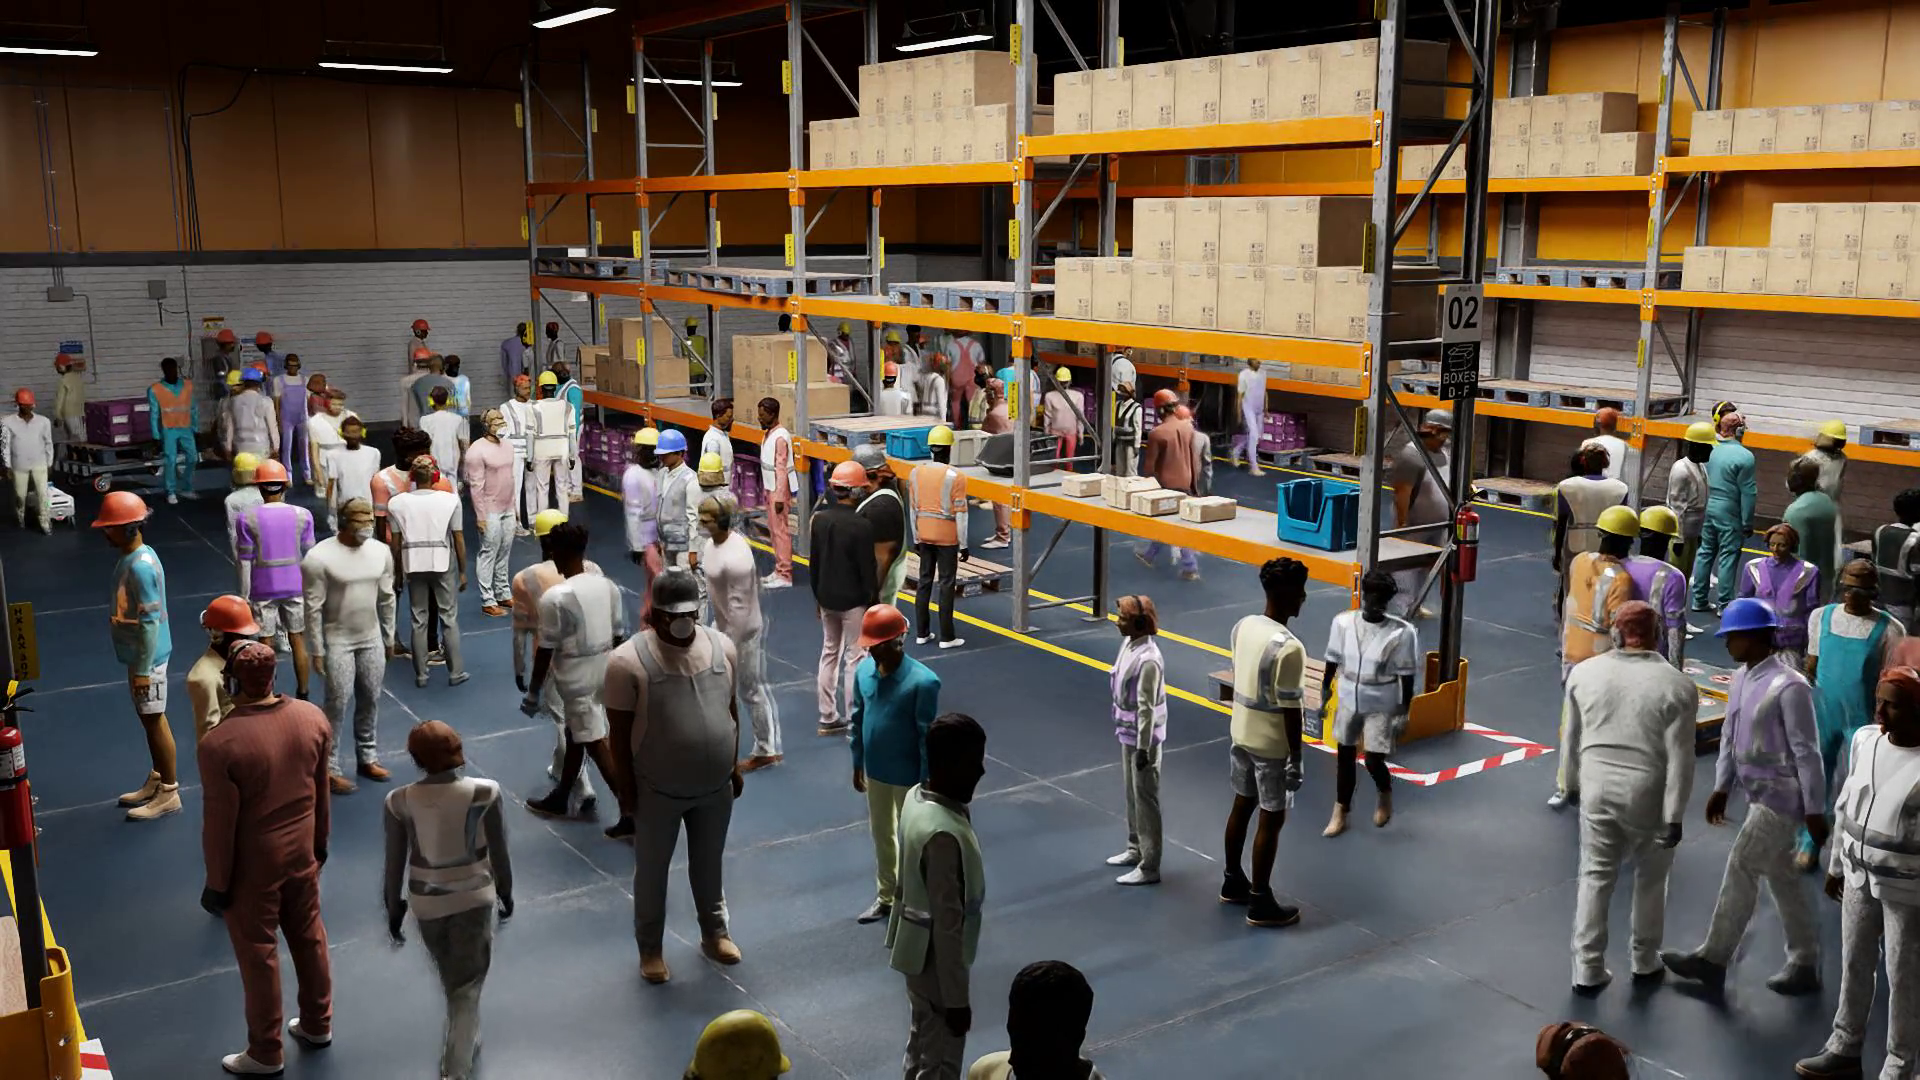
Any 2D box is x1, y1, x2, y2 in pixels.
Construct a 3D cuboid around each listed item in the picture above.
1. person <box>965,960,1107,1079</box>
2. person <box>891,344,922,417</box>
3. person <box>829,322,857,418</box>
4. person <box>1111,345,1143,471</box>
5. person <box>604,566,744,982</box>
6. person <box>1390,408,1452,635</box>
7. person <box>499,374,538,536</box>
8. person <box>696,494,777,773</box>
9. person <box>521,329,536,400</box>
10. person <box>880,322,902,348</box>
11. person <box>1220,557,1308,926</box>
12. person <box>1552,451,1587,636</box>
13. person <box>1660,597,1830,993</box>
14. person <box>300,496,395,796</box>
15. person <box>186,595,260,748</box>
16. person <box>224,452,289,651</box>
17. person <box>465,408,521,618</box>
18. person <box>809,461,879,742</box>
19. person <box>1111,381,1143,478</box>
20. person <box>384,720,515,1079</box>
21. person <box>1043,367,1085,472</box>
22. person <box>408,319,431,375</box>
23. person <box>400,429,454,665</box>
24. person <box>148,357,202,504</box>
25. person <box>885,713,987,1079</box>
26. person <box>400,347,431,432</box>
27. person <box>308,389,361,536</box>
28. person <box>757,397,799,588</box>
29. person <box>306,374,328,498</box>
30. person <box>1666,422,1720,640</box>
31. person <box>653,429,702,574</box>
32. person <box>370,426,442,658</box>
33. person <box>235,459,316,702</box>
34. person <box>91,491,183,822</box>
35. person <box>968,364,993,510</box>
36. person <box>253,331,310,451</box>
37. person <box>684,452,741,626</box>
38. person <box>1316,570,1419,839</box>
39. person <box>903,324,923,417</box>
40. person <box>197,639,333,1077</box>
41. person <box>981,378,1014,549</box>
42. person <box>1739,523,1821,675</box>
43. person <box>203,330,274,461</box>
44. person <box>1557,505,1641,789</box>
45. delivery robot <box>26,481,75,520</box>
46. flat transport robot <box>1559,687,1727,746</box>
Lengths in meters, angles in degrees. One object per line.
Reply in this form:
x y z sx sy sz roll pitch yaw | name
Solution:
0.235 1.950 4.185 0.594 1.919 0.387 8 14 37 | person
-0.846 -2.016 24.744 0.591 1.823 0.394 -2 11 -12 | person
-2.108 -3.043 30.106 0.522 1.789 0.758 9 14 37 | person
2.364 -1.980 23.985 0.535 2.000 0.680 -3 12 -17 | person
-1.341 1.122 8.108 0.689 2.000 0.539 -7 13 -32 | person
4.071 -0.191 14.830 0.858 2.000 0.606 -9 14 -37 | person
-5.071 -0.989 19.332 0.352 1.880 0.577 8 14 36 | person
-1.565 0.633 10.955 0.758 1.901 0.640 -5 12 -26 | person
-7.003 -2.497 27.072 0.321 1.871 0.532 3 11 14 | person
-1.323 -3.271 31.036 0.446 1.869 0.719 5 12 22 | person
1.621 1.045 8.734 0.378 1.958 0.606 -4 12 -19 | person
5.382 0.034 14.596 0.539 1.683 0.425 -5 12 -26 | person
3.799 1.232 7.961 0.804 1.883 0.671 2 11 9 | person
-3.932 0.665 10.764 0.385 1.922 0.638 8 14 35 | person
-3.831 1.137 8.815 0.355 1.737 0.573 0 11 0 | person
-6.051 0.091 14.269 0.497 1.698 0.868 -10 15 -40 | person
-4.304 -0.259 15.443 0.372 1.940 0.630 4 12 18 | person
-0.791 0.430 11.776 0.622 1.990 0.402 10 15 43 | person
2.119 -1.199 21.054 0.314 1.631 0.525 -7 13 -31 | person
-2.175 1.567 7.043 0.509 1.608 0.841 -1 11 -3 | person
1.354 -1.372 21.623 0.537 1.747 0.545 0 11 1 | person
-8.999 -2.695 27.797 0.406 1.986 0.612 0 11 1 | person
-4.407 0.056 13.773 0.605 1.959 0.392 11 15 44 | person
-10.147 -1.419 21.502 0.404 1.893 0.626 9 14 39 | person
-0.077 1.568 6.157 0.390 1.913 0.587 -2 11 -9 | person
-7.017 -1.532 21.846 0.617 1.984 0.408 -3 11 -15 | person
-6.917 -0.791 18.552 0.580 1.781 0.940 -7 13 -32 | person
-1.830 -0.479 16.652 0.405 1.909 0.597 -4 12 -17 | person
-8.438 -1.376 21.935 0.284 1.633 0.501 -5 12 -23 | person
6.396 -0.084 14.597 0.397 1.920 0.587 9 14 39 | person
-2.372 0.027 13.986 0.415 1.939 0.605 -9 14 -39 | person
-4.655 0.008 14.037 0.386 1.957 0.603 8 13 34 | person
-5.045 0.362 12.306 0.549 1.925 0.384 -8 13 -34 | person
-5.057 0.706 10.235 0.371 2.044 0.608 -7 13 -31 | person
0.316 -1.311 21.074 0.429 1.841 0.633 -5 12 -23 | person
-10.710 -2.335 26.147 0.765 1.909 0.576 -1 11 -6 | person
-2.077 0.133 13.933 0.492 1.742 0.321 0 11 1 | person
2.408 0.970 9.824 0.599 1.672 0.436 10 15 41 | person
-0.794 -2.570 27.236 0.374 1.958 0.599 4 12 20 | person
-3.021 1.365 7.212 0.408 1.906 0.654 5 12 26 | person
0.397 -0.853 18.574 0.399 1.905 0.643 2 11 11 | person
5.589 0.686 11.400 0.524 1.631 0.319 9 14 38 | person
-11.011 -2.166 25.091 1.022 1.991 0.622 0 11 -2 | person
4.044 0.724 10.481 0.394 1.913 0.591 -2 11 -12 | person
-10.804 -0.452 19.738 0.707 0.478 0.477 10 15 43 | delivery robot
5.009 1.289 11.797 1.431 0.197 0.652 -6 13 -29 | flat transport robot
